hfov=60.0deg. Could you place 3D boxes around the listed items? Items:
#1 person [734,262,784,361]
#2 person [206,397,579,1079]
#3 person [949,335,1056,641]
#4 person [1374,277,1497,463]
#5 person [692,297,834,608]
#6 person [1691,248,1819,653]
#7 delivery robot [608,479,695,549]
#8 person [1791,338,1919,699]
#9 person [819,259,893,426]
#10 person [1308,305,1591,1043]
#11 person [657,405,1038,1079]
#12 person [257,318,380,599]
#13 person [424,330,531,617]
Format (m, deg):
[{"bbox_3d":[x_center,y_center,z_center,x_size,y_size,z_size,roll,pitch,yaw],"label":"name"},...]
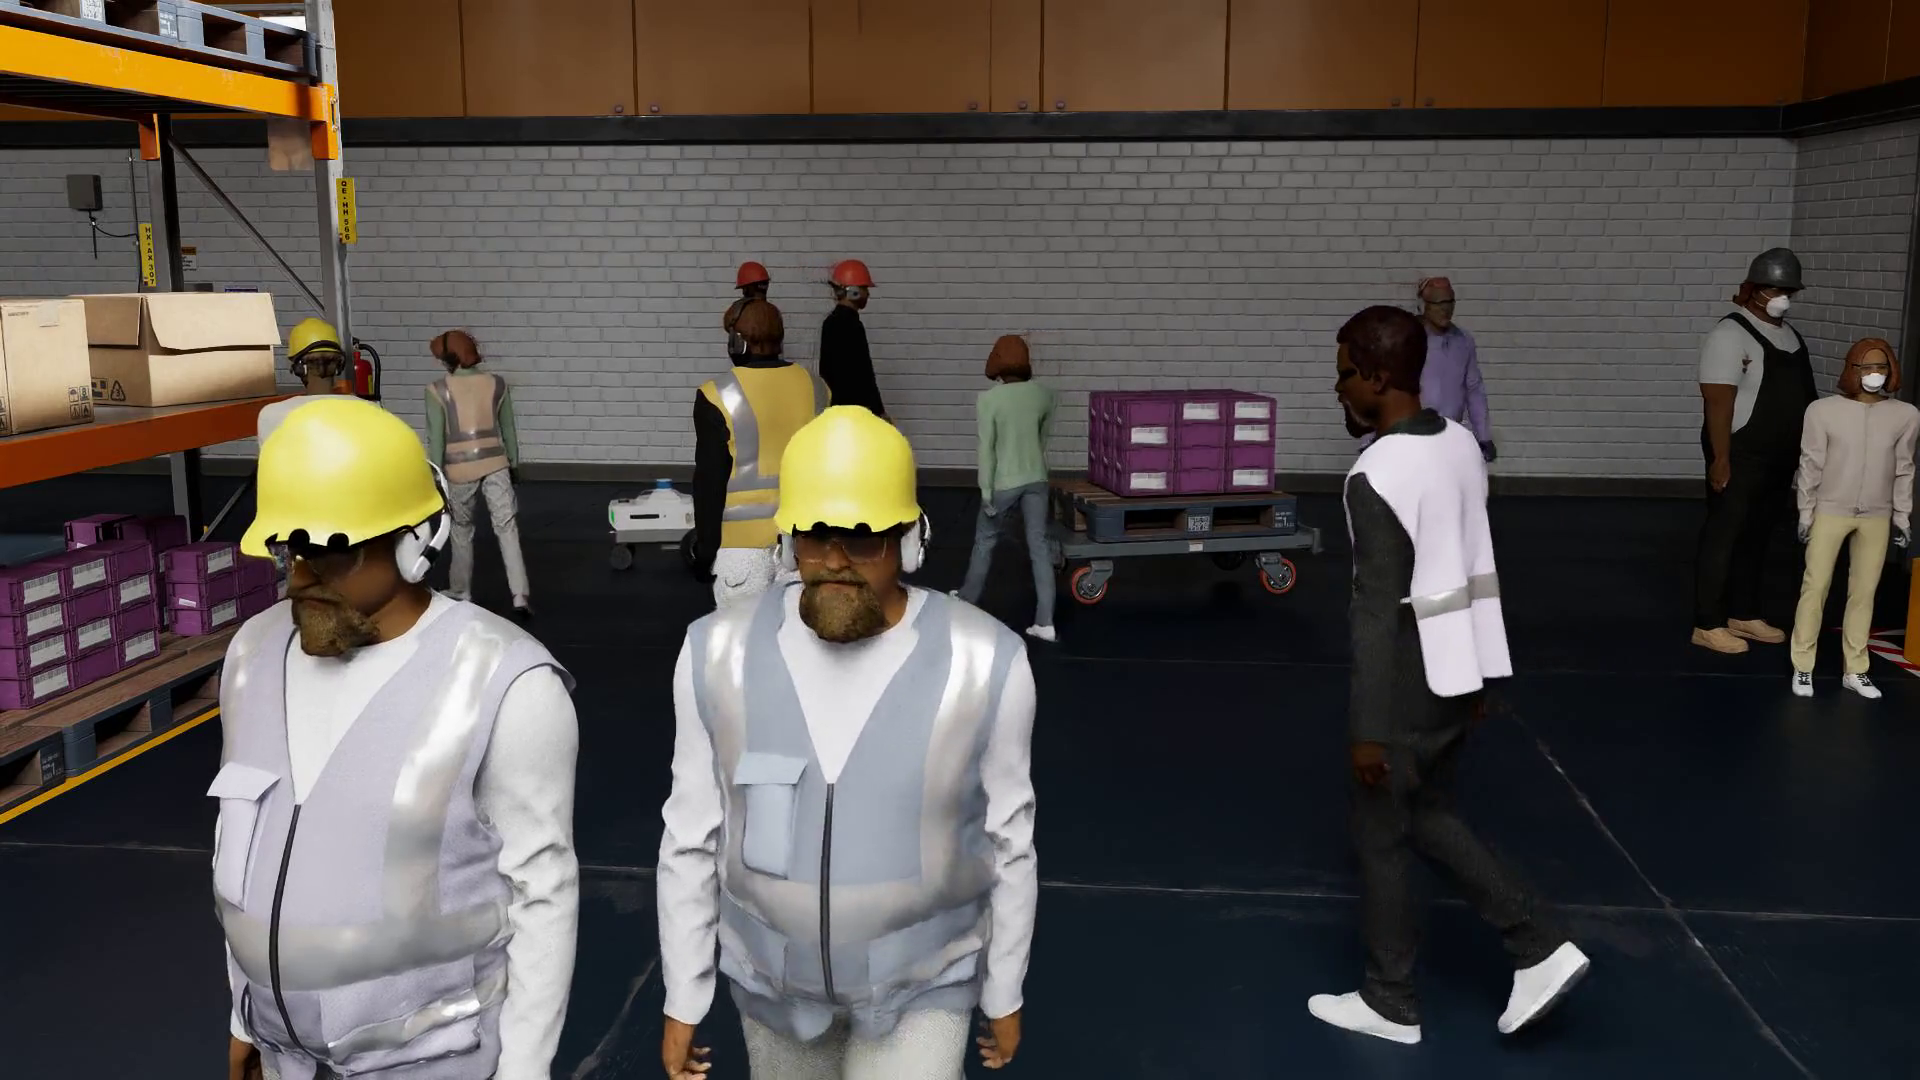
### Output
[{"bbox_3d":[-1.558,-1.189,12.942,0.385,1.928,0.546,2,10,10],"label":"person"},{"bbox_3d":[-0.839,0.702,2.411,0.586,1.826,0.403,4,11,20],"label":"person"},{"bbox_3d":[0.257,-0.291,8.817,0.487,1.579,0.857,-5,11,-26],"label":"person"},{"bbox_3d":[2.819,-0.603,9.774,0.666,1.854,0.974,-5,11,-24],"label":"person"},{"bbox_3d":[-0.784,-0.013,6.458,0.627,1.844,0.429,-10,14,-43],"label":"person"},{"bbox_3d":[4.055,-0.454,8.412,0.688,2.000,0.535,-7,12,-35],"label":"person"},{"bbox_3d":[-1.889,-0.149,10.649,0.707,0.478,0.477,-1,10,-8],"label":"delivery robot"},{"bbox_3d":[4.033,-0.094,7.510,0.498,1.634,0.282,1,10,8],"label":"person"},{"bbox_3d":[-0.682,-0.854,10.968,0.698,1.980,0.624,-3,10,-16],"label":"person"},{"bbox_3d":[1.205,0.368,4.127,0.612,1.891,0.635,8,13,38],"label":"person"},{"bbox_3d":[-0.167,0.661,2.718,0.592,1.801,0.872,2,10,9],"label":"person"},{"bbox_3d":[-2.554,-0.012,6.727,0.521,1.752,0.374,-9,13,-41],"label":"person"},{"bbox_3d":[-2.673,-0.366,9.215,0.548,1.586,0.887,-7,12,-34],"label":"person"}]
